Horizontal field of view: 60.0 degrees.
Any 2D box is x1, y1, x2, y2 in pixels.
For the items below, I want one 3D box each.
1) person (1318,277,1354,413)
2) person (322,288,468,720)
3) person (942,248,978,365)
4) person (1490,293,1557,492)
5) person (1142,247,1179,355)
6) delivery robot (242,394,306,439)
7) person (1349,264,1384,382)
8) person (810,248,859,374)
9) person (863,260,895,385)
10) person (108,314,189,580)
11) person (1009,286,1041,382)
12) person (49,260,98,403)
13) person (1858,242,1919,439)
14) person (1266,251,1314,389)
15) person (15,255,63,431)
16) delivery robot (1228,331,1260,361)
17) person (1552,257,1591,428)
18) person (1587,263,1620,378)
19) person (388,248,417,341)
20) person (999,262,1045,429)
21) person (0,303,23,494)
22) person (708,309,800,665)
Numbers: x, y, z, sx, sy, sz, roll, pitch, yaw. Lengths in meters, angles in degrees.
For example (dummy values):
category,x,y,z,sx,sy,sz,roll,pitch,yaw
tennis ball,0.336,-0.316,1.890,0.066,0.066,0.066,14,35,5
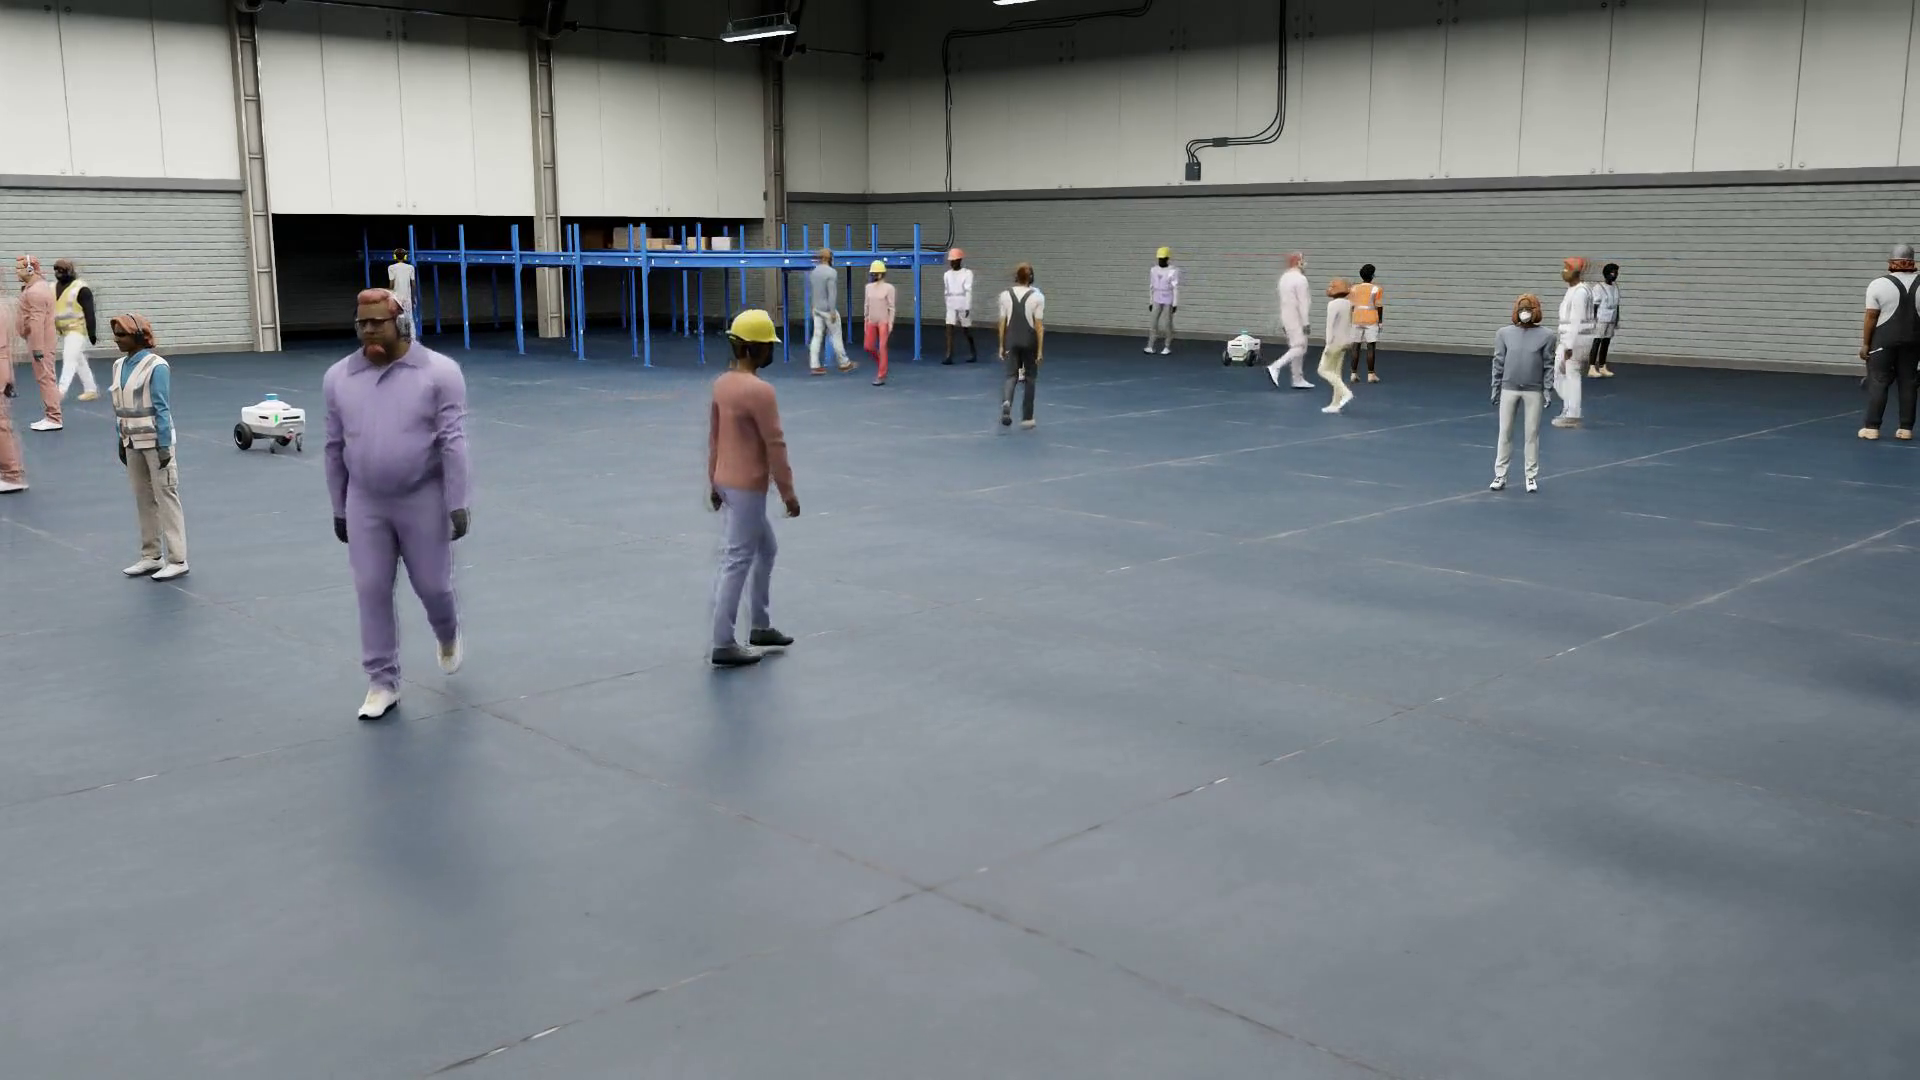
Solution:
category,x,y,z,sx,sy,sz,roll,pitch,yaw
person,4.487,-2.312,19.782,0.398,1.617,0.517,8,13,37
person,-2.524,-0.190,7.494,0.657,1.884,0.705,-1,10,-4
person,-0.011,-3.886,27.587,0.542,1.909,0.926,5,11,24
person,4.673,-1.229,13.831,0.500,1.636,0.280,5,11,24
person,3.542,-4.208,29.373,0.615,1.884,0.913,7,13,34
delivery robot,-6.831,-1.211,16.548,0.707,0.478,0.477,8,13,39
person,5.865,-3.132,24.045,0.535,1.697,0.318,7,13,34
person,-1.981,-3.493,25.435,0.831,1.904,0.655,-9,14,-41
person,-1.157,-3.080,23.583,0.546,1.751,0.372,6,12,31
person,-5.038,-0.579,10.303,0.515,1.635,0.313,6,12,30
person,0.933,-3.191,24.458,0.531,1.672,0.761,0,10,-2
person,-11.342,-2.635,21.069,0.630,1.790,0.964,4,11,22
person,9.745,-2.063,17.391,0.686,2.000,0.535,1,10,5
person,4.571,-3.011,22.842,0.683,1.889,0.656,-2,11,-9
person,-10.086,-2.154,18.179,0.400,1.899,0.636,-4,11,-23
delivery robot,4.663,-3.184,27.306,0.477,0.478,0.707,6,12,29
person,6.733,-2.182,18.383,0.426,1.869,0.621,2,11,10
person,9.651,-3.283,24.881,0.539,1.698,0.324,-6,12,-29
person,-10.618,-4.616,31.668,0.535,1.868,0.309,-6,12,-29
person,0.660,-2.113,18.140,0.523,1.824,0.678,3,11,18
person,-8.094,-1.315,13.633,0.679,1.885,0.649,-3,11,-15
person,-0.988,-0.260,8.253,0.672,1.745,0.525,-6,12,-30
